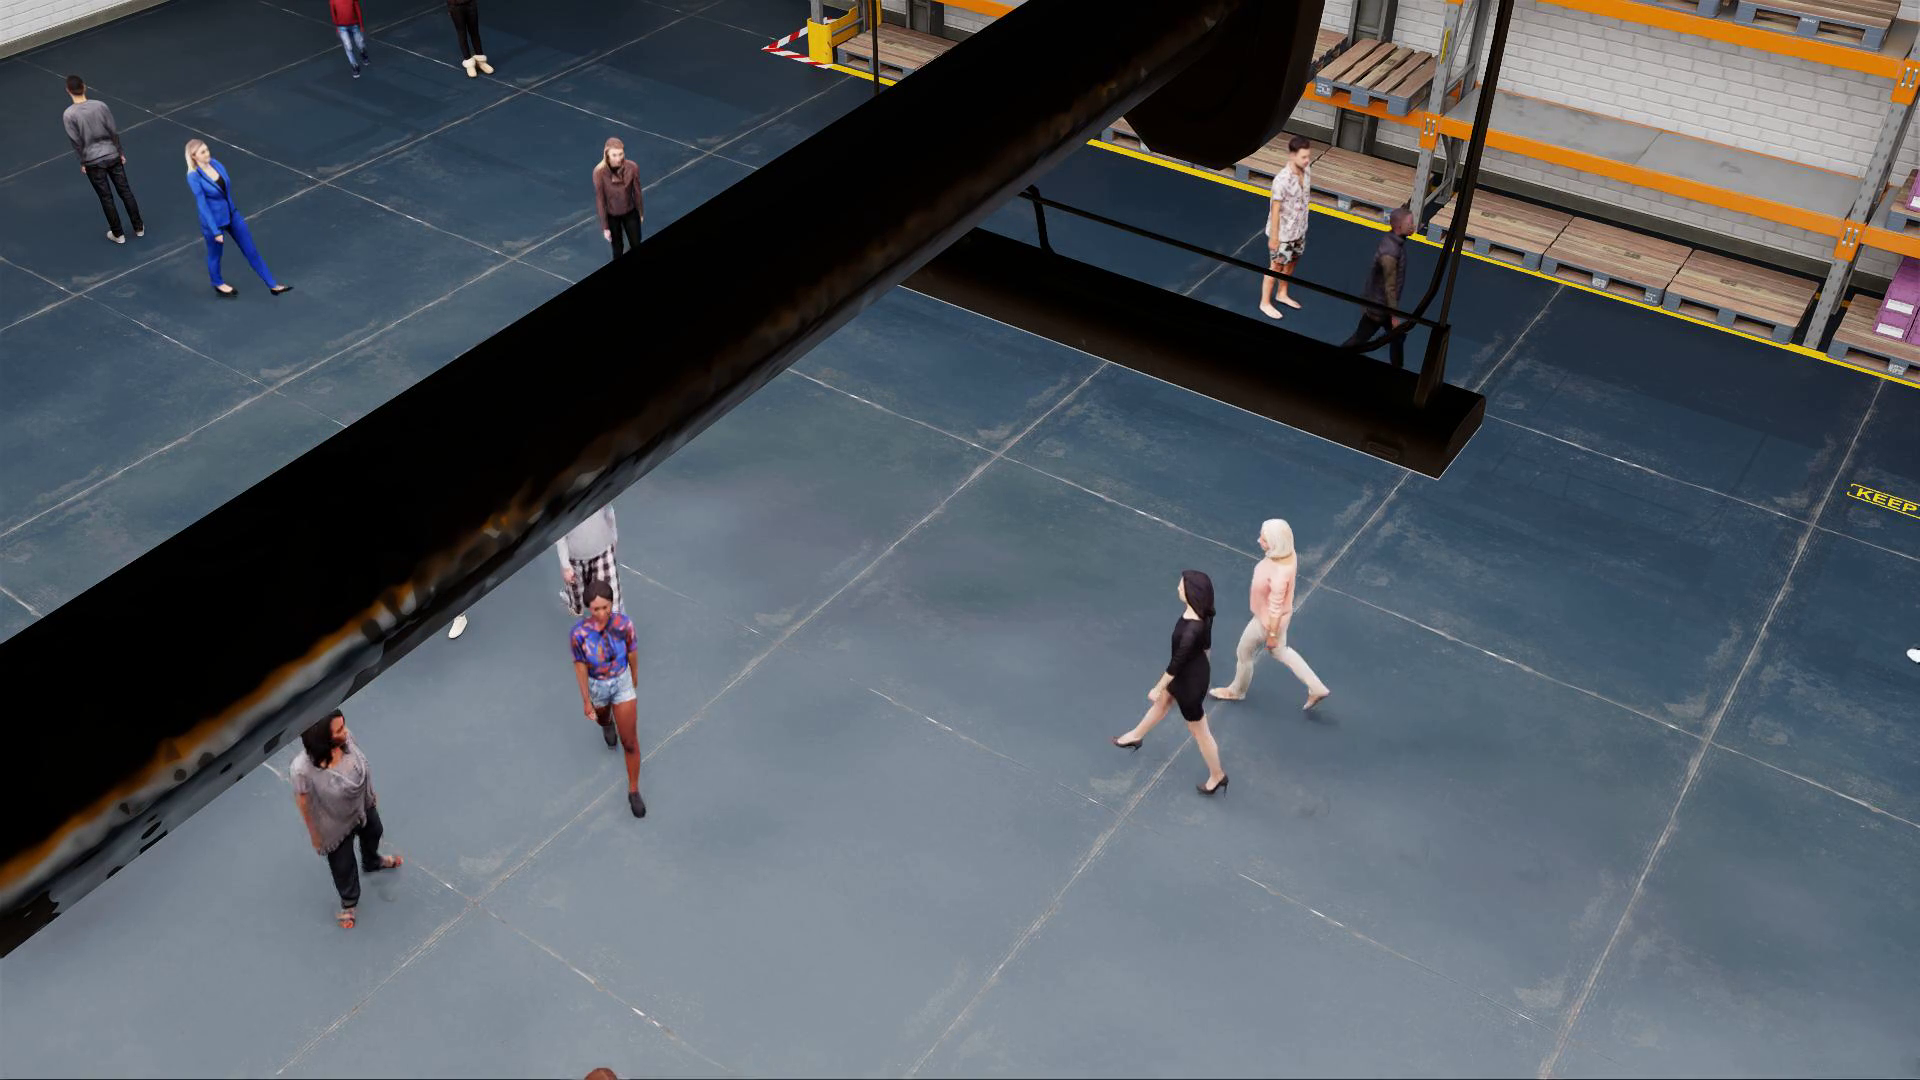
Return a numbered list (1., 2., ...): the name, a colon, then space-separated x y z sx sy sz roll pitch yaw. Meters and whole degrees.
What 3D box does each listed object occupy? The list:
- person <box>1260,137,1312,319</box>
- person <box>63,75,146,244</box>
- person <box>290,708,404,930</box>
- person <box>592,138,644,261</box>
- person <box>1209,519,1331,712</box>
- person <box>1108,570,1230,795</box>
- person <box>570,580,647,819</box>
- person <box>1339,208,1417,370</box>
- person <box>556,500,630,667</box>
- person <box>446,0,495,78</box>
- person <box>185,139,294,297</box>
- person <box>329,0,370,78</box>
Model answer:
1. person: 3.081 -2.981 15.716 0.630 1.809 0.713 31 48 33
2. person: -8.707 -3.868 16.865 0.661 1.761 0.611 -30 47 -32
3. person: -3.788 1.636 10.108 0.735 1.592 0.814 27 46 30
4. person: -3.294 -3.140 16.024 0.830 1.673 0.911 -12 40 -14
5. person: 2.220 0.538 11.405 1.144 1.689 0.866 9 40 12
6. person: 1.568 0.985 10.790 1.162 1.759 0.792 13 40 15
7. person: -2.322 0.934 10.898 1.049 1.705 1.212 -11 40 -13
8. person: 3.598 -2.052 14.567 1.252 1.791 0.873 15 41 18
9. person: -2.710 0.043 11.921 0.911 1.820 1.138 -21 43 -24
10. person: -6.079 -6.529 20.274 0.652 1.664 0.719 -30 48 -32
11. person: -7.165 -3.036 15.907 1.186 1.656 0.860 11 40 13
12. person: -7.503 -6.347 20.383 0.693 1.244 0.773 -11 40 -14
